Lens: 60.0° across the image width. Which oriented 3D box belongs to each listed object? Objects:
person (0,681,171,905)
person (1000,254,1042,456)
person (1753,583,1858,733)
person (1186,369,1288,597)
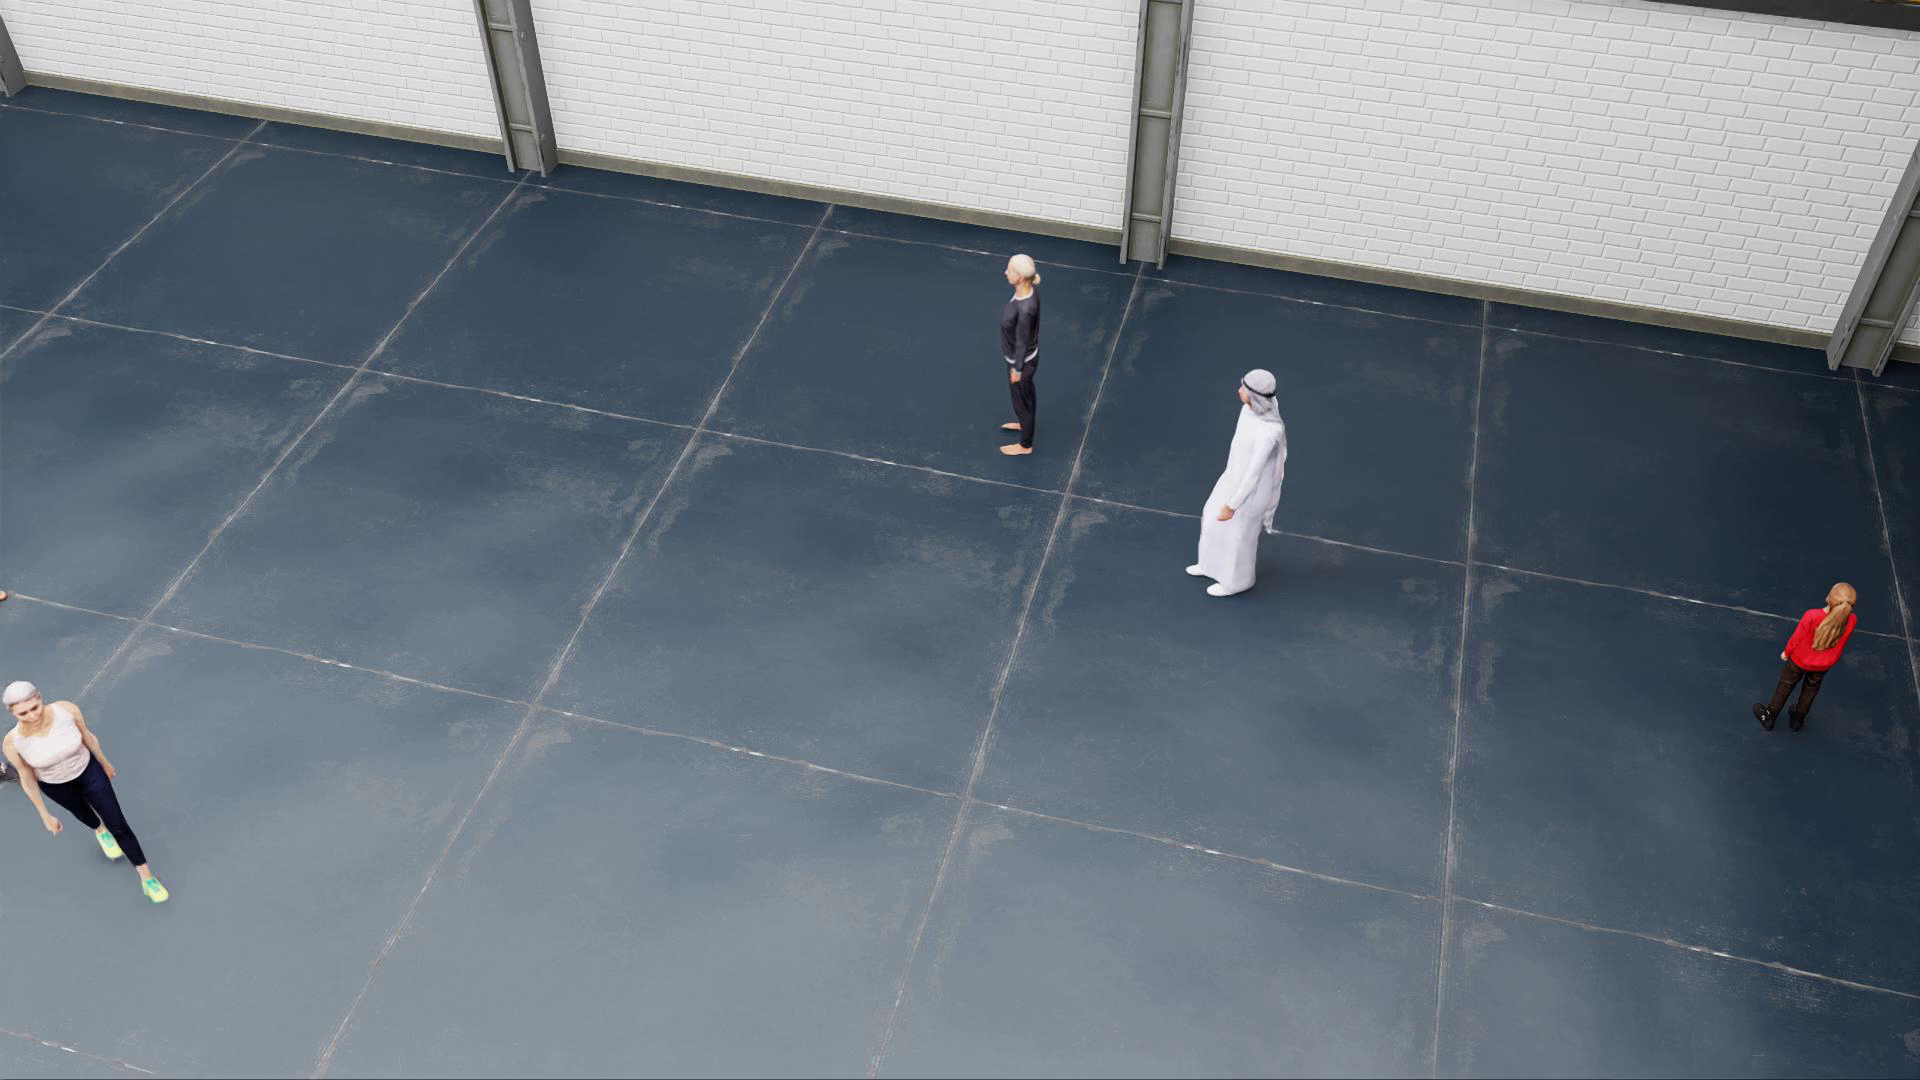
[{"bbox_3d":[-5.211,1.359,9.694,0.989,1.661,1.176,-33,52,-30],"label":"person"},{"bbox_3d":[0.474,-1.416,12.561,0.578,1.726,0.639,3,44,3],"label":"person"},{"bbox_3d":[5.435,0.745,10.615,0.482,1.281,0.581,4,44,4],"label":"person"},{"bbox_3d":[2.005,-0.361,11.312,0.901,1.920,0.862,-6,44,-6],"label":"person"}]
